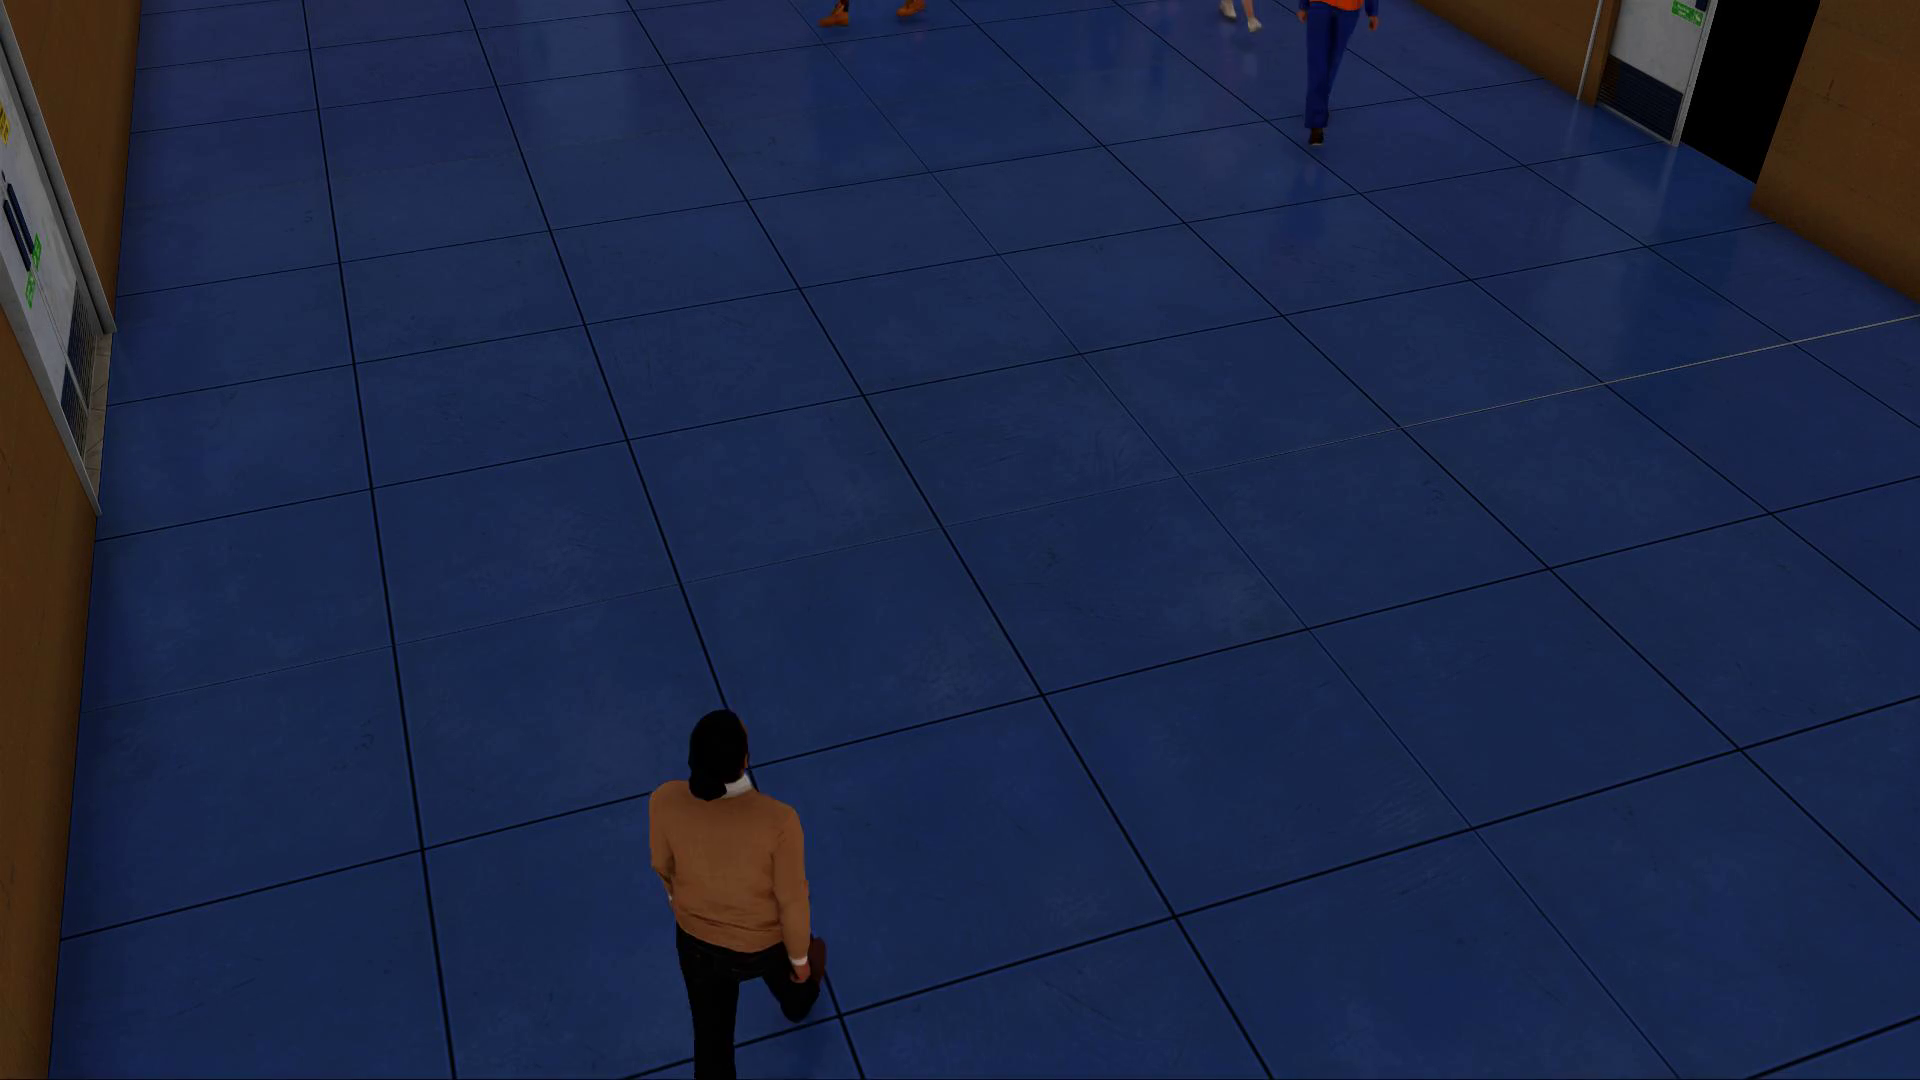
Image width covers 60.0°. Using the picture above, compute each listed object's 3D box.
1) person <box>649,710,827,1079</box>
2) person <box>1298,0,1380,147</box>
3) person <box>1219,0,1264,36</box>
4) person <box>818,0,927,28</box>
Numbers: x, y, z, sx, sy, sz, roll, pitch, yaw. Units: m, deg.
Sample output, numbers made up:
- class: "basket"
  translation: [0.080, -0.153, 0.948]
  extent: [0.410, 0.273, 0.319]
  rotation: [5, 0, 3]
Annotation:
- class: "person"
  translation: [-0.717, 1.278, 5.138]
  extent: [1.174, 1.709, 1.108]
  rotation: [6, 37, 8]
- class: "person"
  translation: [2.653, -3.775, 11.780]
  extent: [1.257, 1.818, 1.105]
  rotation: [3, 37, 4]
- class: "person"
  translation: [2.315, -5.056, 13.576]
  extent: [1.108, 1.709, 0.777]
  rotation: [-8, 38, -10]
- class: "person"
  translation: [-0.613, -5.029, 13.571]
  extent: [1.236, 1.674, 0.772]
  rotation: [-19, 41, -24]
